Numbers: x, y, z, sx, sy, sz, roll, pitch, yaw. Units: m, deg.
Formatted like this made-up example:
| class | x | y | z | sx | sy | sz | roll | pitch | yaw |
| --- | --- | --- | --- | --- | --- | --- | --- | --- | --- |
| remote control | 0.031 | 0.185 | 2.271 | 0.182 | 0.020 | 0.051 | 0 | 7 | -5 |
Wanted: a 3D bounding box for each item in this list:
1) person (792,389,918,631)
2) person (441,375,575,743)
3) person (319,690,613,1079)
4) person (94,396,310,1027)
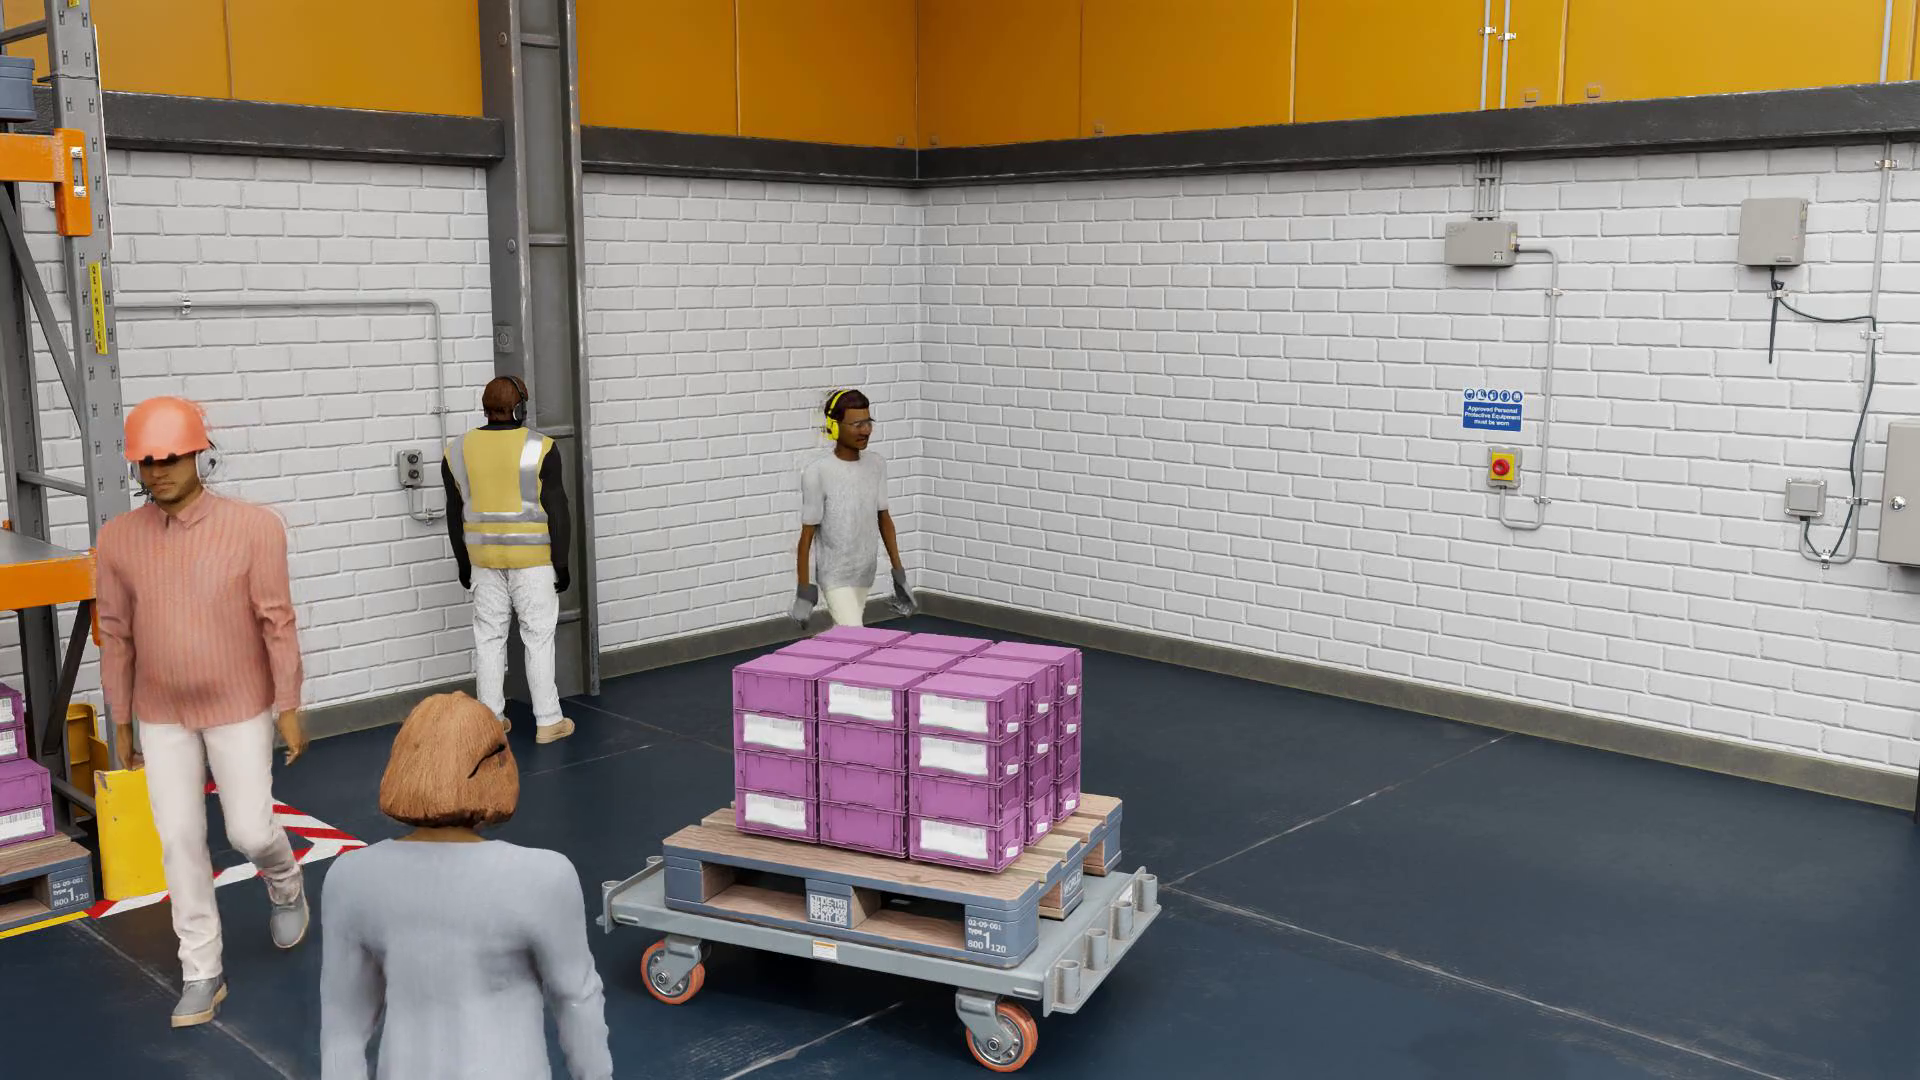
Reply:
| class | x | y | z | sx | sy | sz | roll | pitch | yaw |
| --- | --- | --- | --- | --- | --- | --- | --- | --- | --- |
| person | -0.556 | 0.197 | 7.796 | 0.949 | 1.825 | 0.520 | 7 | 12 | 37 |
| person | -2.227 | 0.103 | 8.293 | 0.622 | 1.844 | 0.429 | 1 | 9 | 7 |
| person | -0.921 | 1.070 | 3.134 | 0.497 | 1.586 | 0.873 | 2 | 9 | 12 |
| person | -2.410 | 0.517 | 5.337 | 0.643 | 1.979 | 0.607 | 0 | 9 | -2 |
